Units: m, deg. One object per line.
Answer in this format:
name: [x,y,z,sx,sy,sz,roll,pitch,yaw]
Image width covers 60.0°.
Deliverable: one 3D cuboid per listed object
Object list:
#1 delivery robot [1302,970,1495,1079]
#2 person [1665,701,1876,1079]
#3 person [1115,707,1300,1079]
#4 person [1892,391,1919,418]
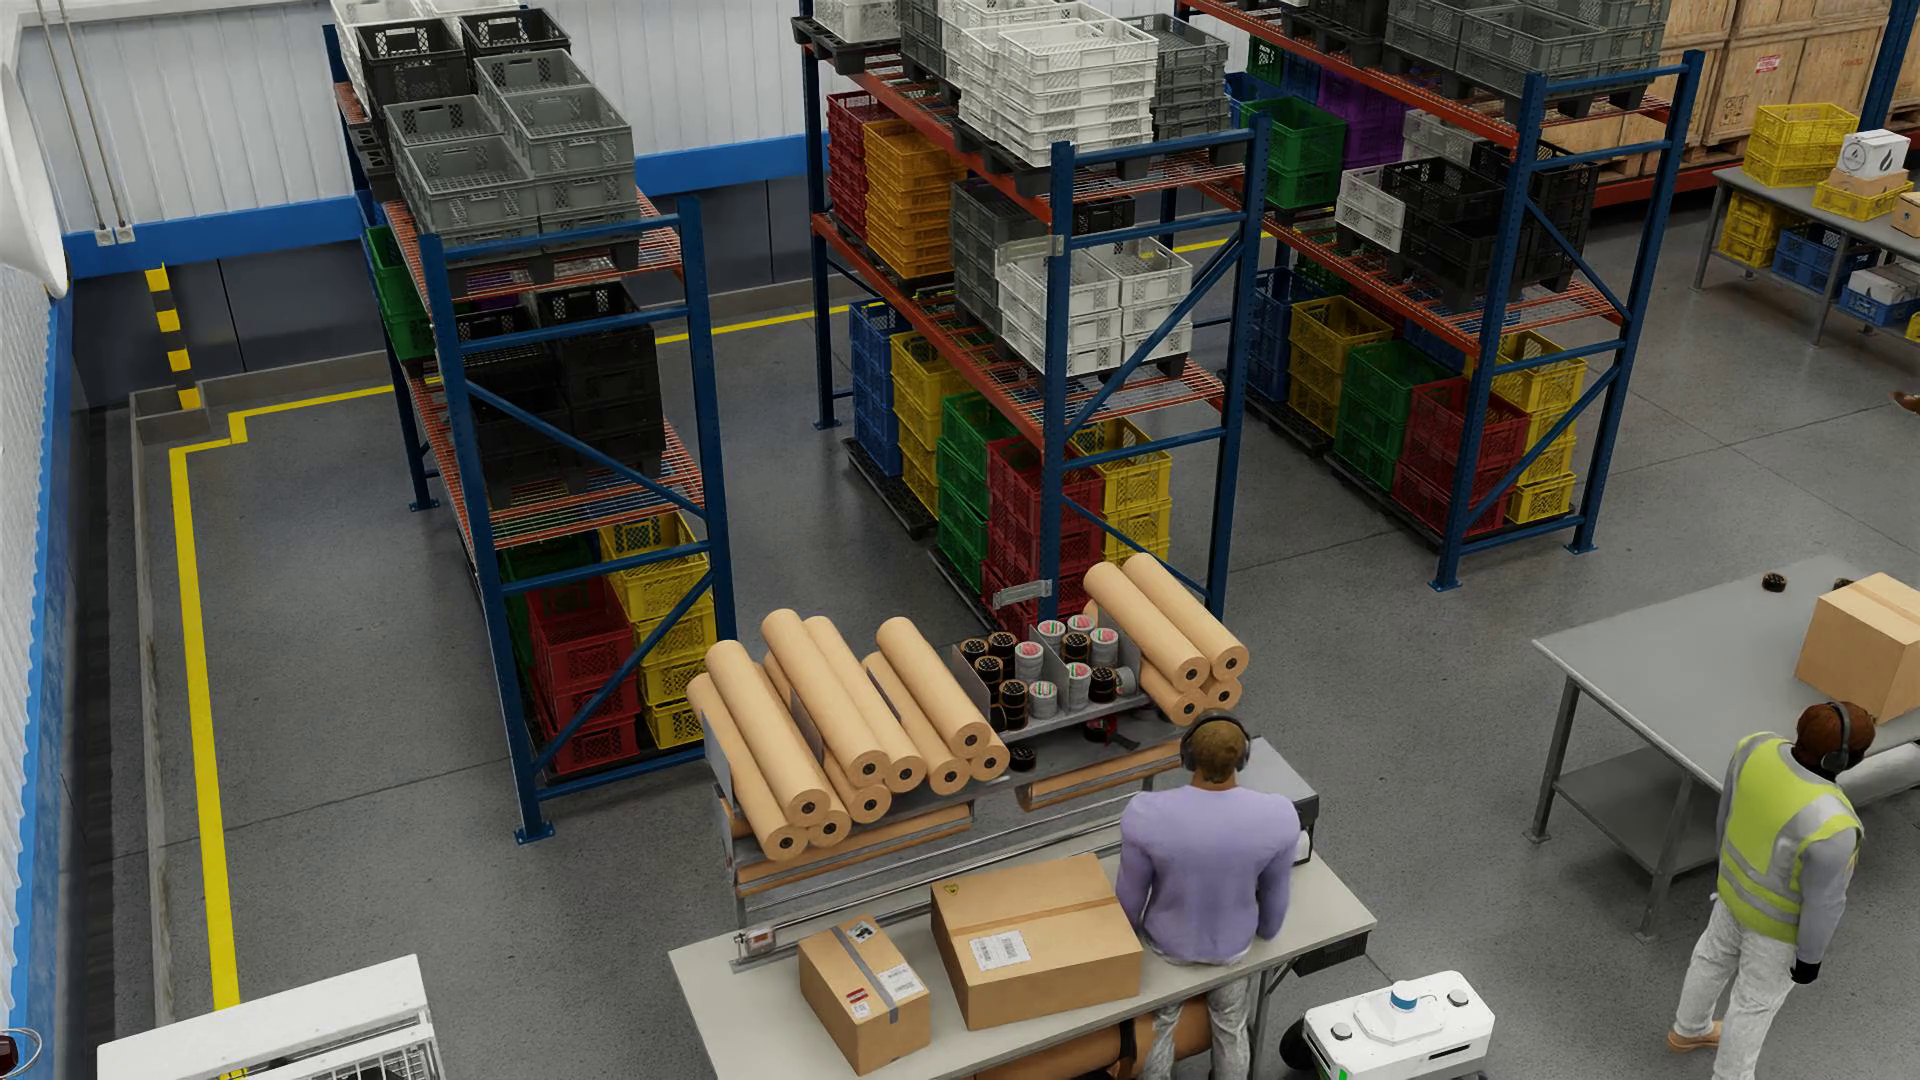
delivery robot: [1.702,1.921,6.470,0.707,0.478,0.477,-10,33,-16]
person: [3.060,1.359,6.250,0.429,1.842,0.636,-4,32,-7]
person: [0.869,1.428,6.060,0.630,1.929,0.371,0,32,0]
person: [6.777,-1.527,10.954,0.601,1.820,0.893,-12,34,-18]
